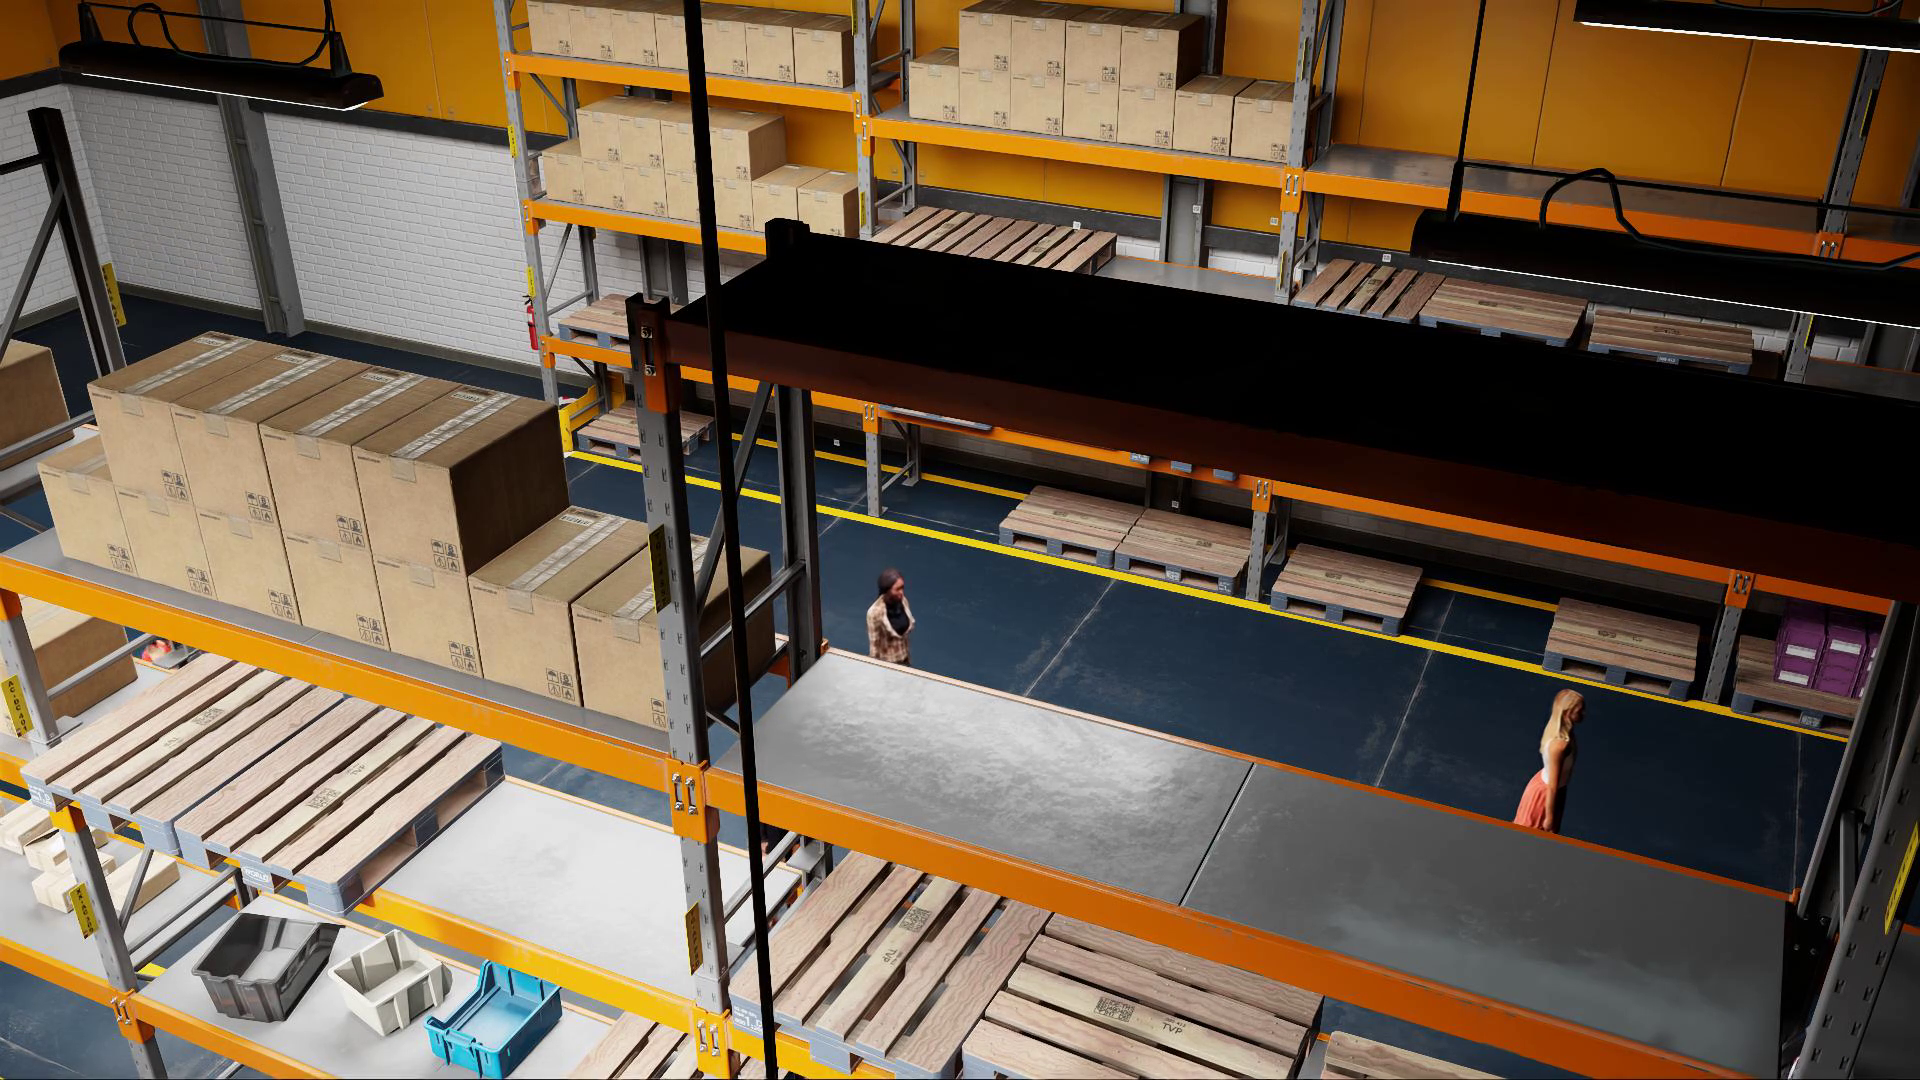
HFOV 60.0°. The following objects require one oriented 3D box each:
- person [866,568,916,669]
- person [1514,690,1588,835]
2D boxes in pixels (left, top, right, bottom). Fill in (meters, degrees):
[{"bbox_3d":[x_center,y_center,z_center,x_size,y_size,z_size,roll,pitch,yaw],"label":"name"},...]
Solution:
[{"bbox_3d":[-0.595,1.000,12.928,0.822,1.773,1.048,-24,37,-37],"label":"person"},{"bbox_3d":[4.034,1.789,11.452,0.567,1.802,0.625,14,31,23],"label":"person"}]
